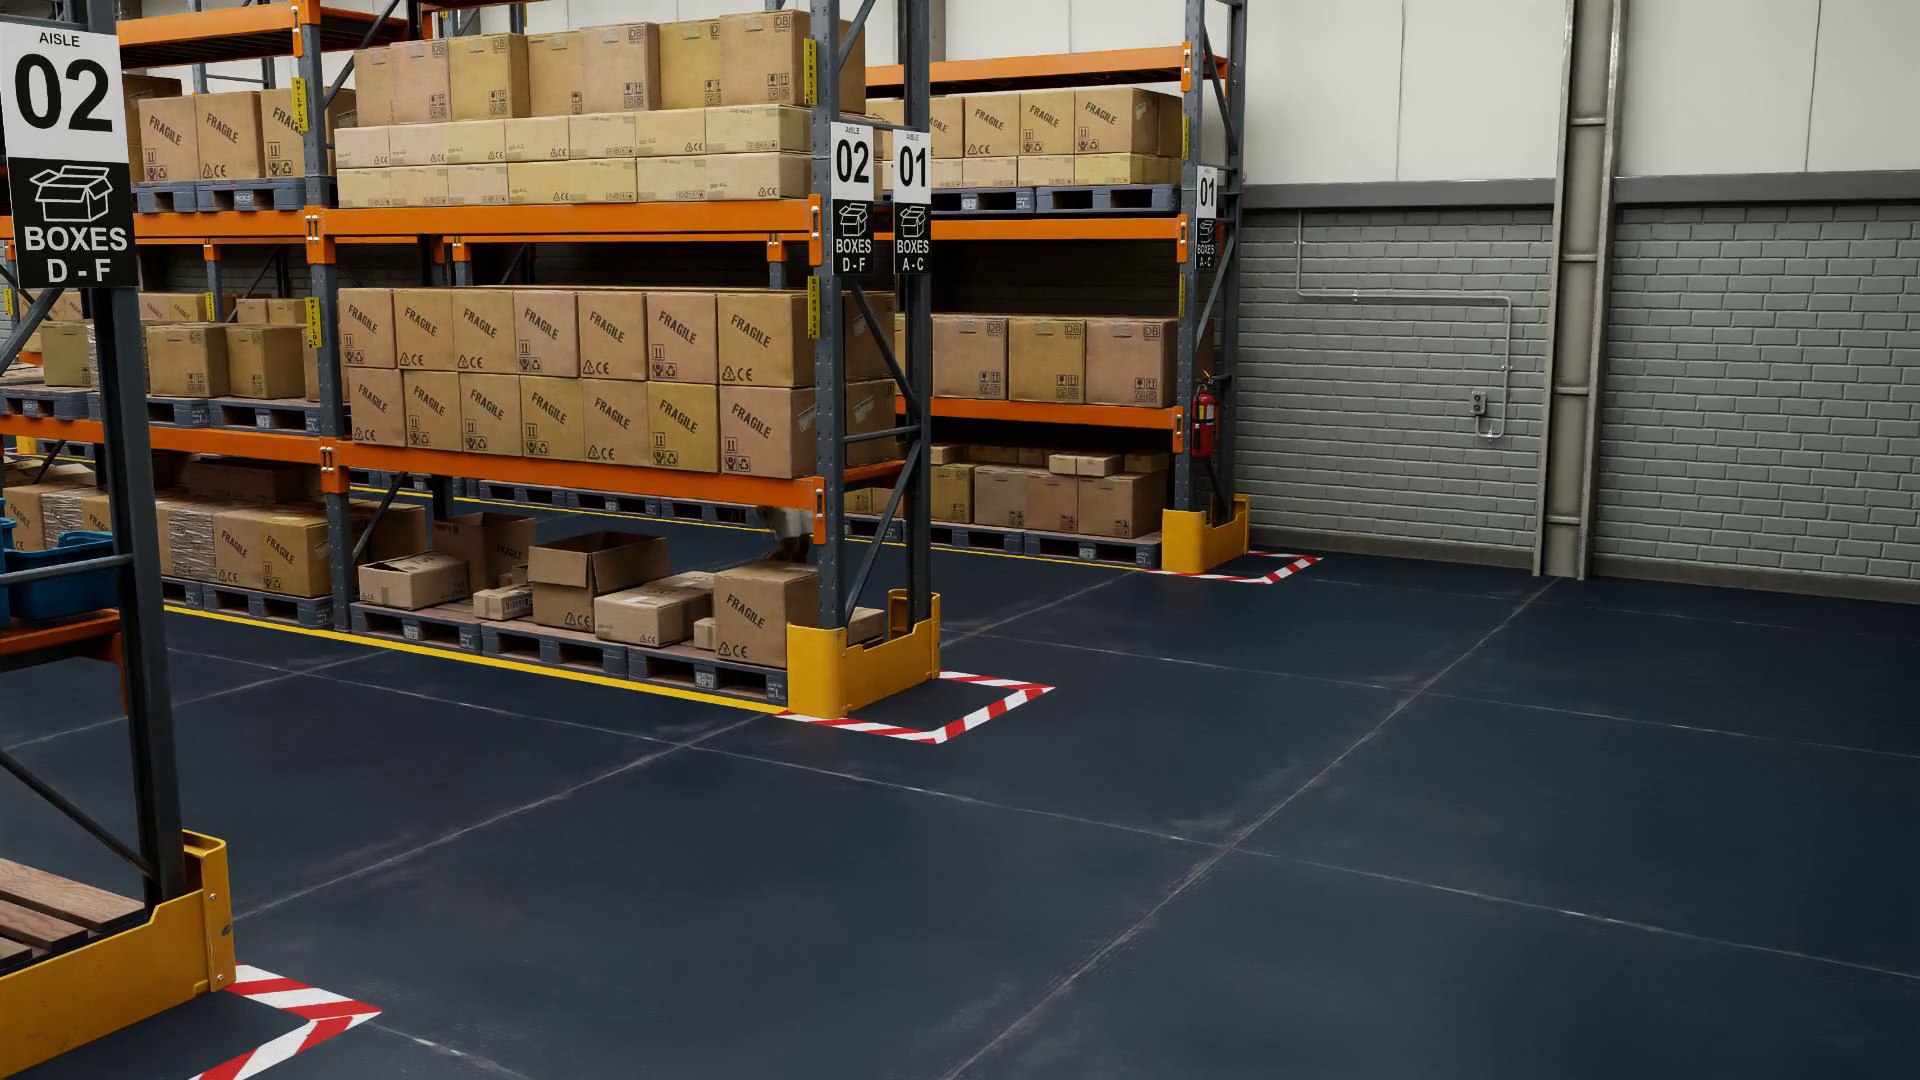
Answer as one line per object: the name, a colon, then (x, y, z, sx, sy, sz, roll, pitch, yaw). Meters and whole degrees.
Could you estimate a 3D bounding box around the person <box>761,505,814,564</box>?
person: (-1.198, -0.352, 11.351, 0.517, 1.920, 0.568, 6, 11, 30)
